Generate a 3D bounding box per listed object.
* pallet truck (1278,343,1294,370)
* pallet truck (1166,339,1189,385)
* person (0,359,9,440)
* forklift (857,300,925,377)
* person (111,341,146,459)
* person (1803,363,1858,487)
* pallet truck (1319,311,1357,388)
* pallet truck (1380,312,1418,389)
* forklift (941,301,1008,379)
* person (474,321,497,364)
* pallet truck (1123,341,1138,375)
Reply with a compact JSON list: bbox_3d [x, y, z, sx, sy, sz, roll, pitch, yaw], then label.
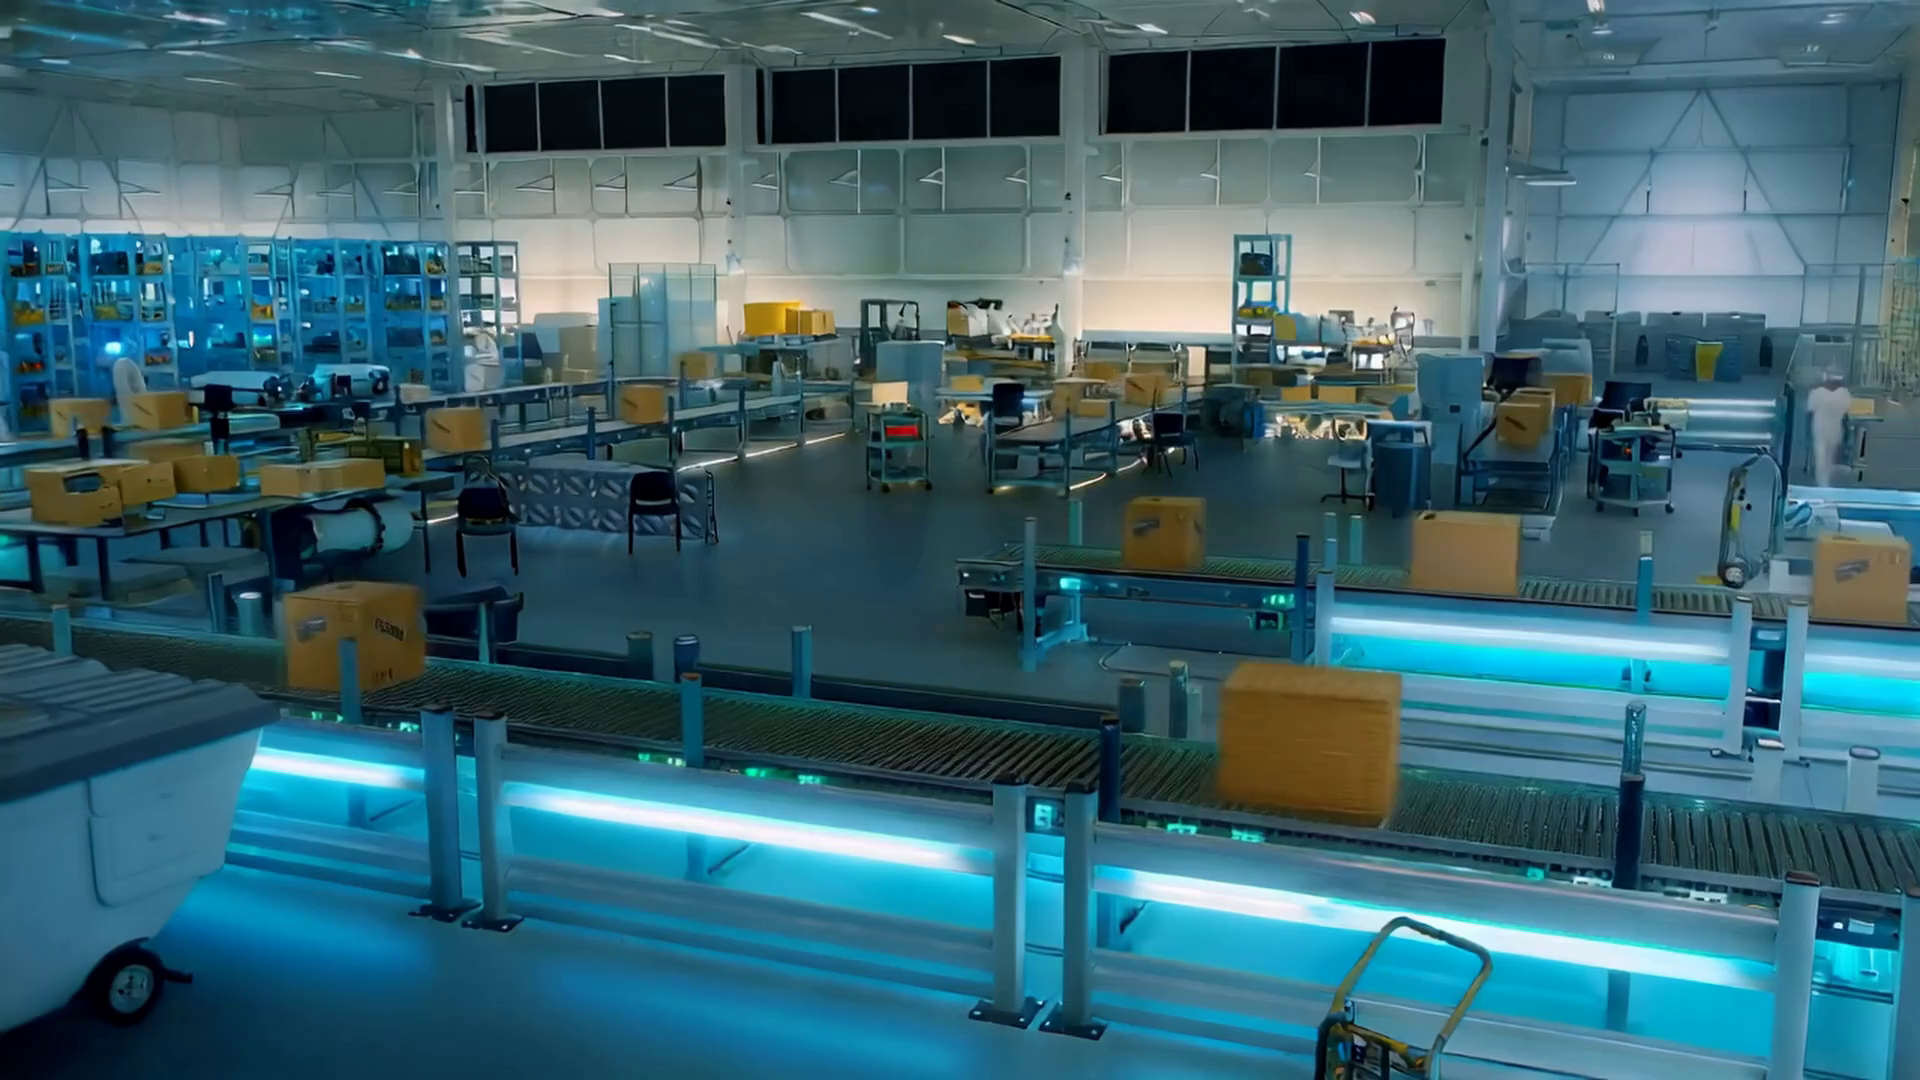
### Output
[{"bbox_3d":[7.886,-4.163,39.743,0.653,1.274,1.630,4,10,22],"label":"pallet truck"},{"bbox_3d":[5.418,-4.269,40.420,0.704,1.261,1.522,3,10,20],"label":"pallet truck"},{"bbox_3d":[-15.349,-2.240,26.074,0.636,1.957,0.842,3,10,20],"label":"person"},{"bbox_3d":[-1.732,-5.109,42.468,1.157,1.987,2.680,4,10,22],"label":"forklift"},{"bbox_3d":[-12.529,-2.058,25.166,0.650,1.905,0.405,8,12,41],"label":"person"},{"bbox_3d":[10.644,-1.222,20.284,0.530,1.847,0.724,1,9,7],"label":"person"},{"bbox_3d":[9.071,-4.419,39.190,0.823,1.965,1.885,5,10,26],"label":"pallet truck"},{"bbox_3d":[10.207,-4.283,38.369,0.823,1.965,1.885,3,10,20],"label":"pallet truck"},{"bbox_3d":[0.365,-4.966,41.571,1.157,1.987,2.680,3,10,20],"label":"forklift"},{"bbox_3d":[-10.399,-3.939,36.856,0.621,1.801,0.821,4,10,25],"label":"person"},{"bbox_3d":[4.445,-4.380,41.279,0.680,1.201,1.601,4,10,22],"label":"pallet truck"}]
